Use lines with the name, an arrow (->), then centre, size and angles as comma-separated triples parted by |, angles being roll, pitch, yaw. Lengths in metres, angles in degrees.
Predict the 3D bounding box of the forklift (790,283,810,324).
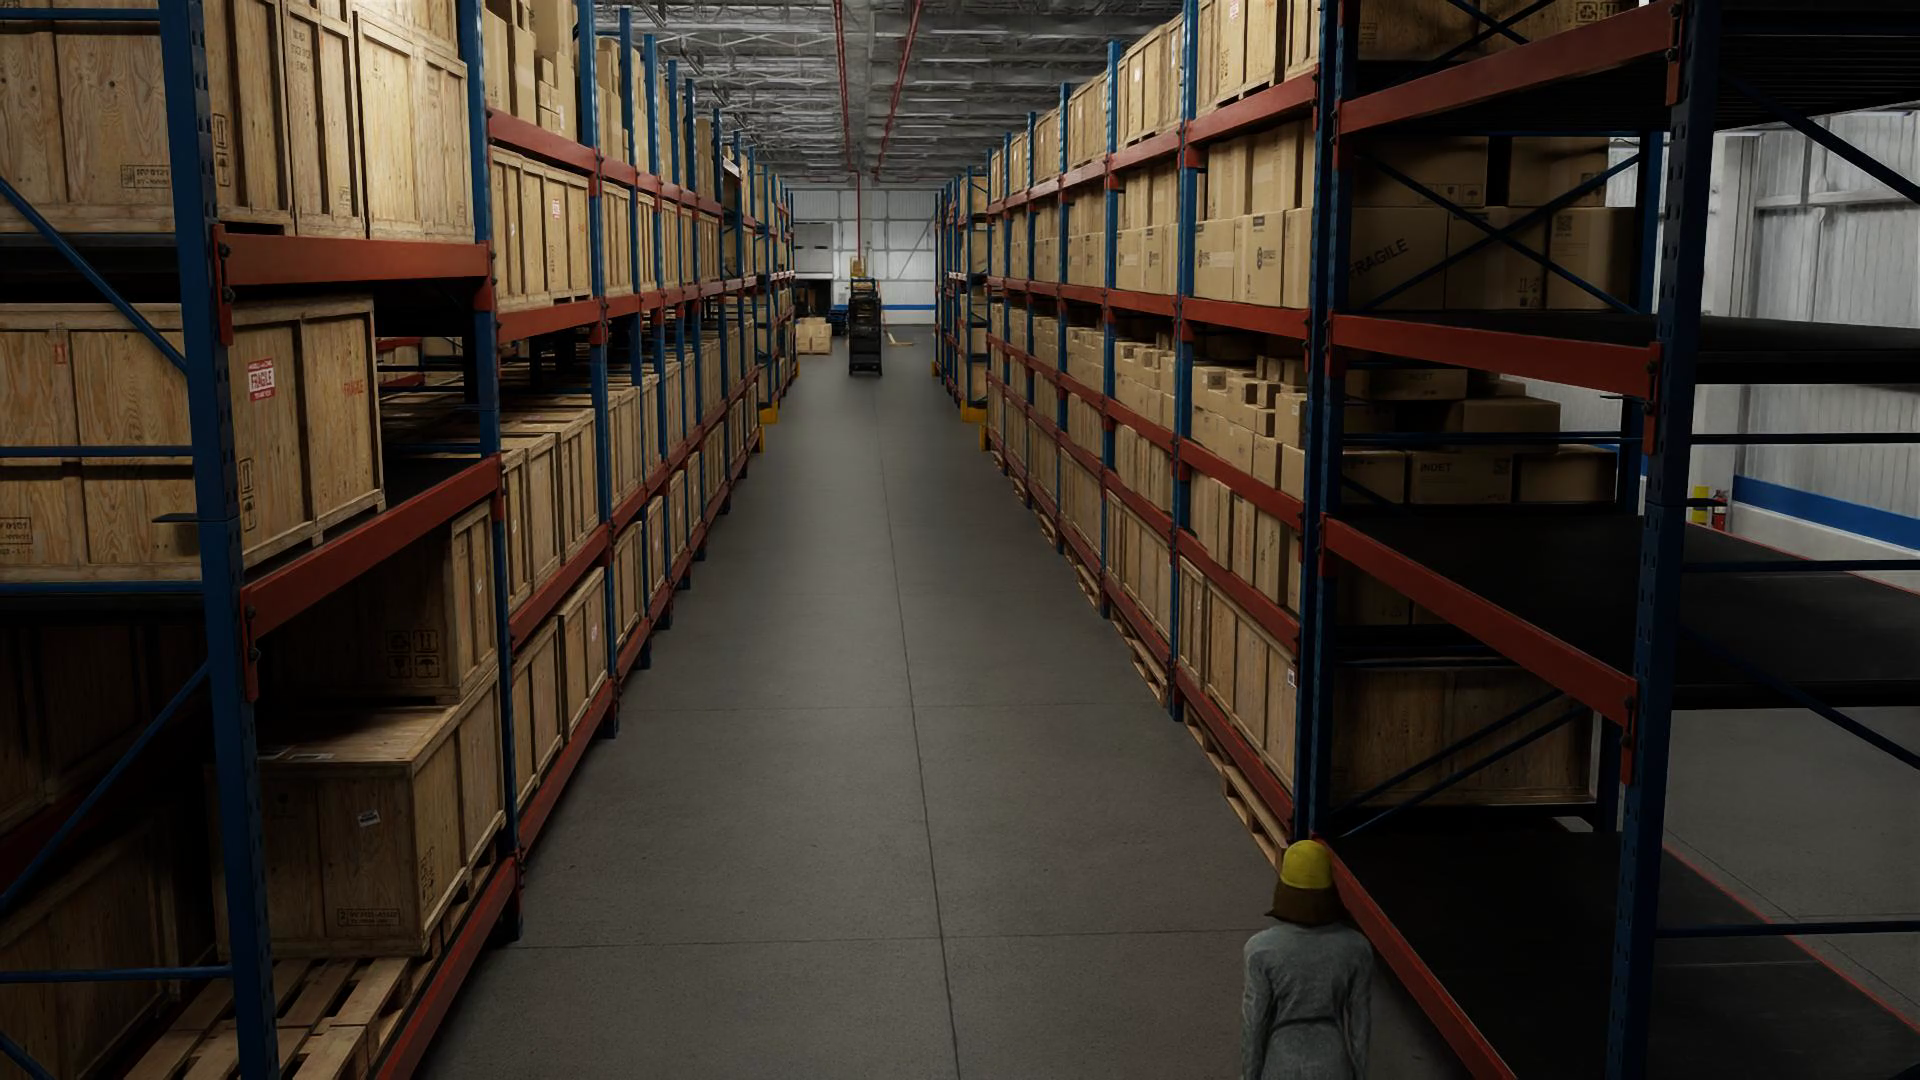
forklift -> -7.680, -10.901, 79.585 | 1.129, 2.768, 1.873 | -5, 11, -30

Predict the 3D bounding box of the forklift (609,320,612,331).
forklift -> -13.325, -8.355, 64.374 | 1.873, 2.768, 1.129 | -1, 10, -3

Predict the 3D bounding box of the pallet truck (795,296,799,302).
pallet truck -> -8.622, -12.439, 91.403 | 1.885, 1.965, 0.823 | 2, 10, 13

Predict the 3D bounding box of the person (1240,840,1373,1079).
person -> 1.267, 1.959, 6.159 | 0.492, 1.740, 0.324 | -1, 10, -5

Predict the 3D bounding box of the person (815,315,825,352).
person -> -6.138, -8.785, 70.735 | 0.751, 1.617, 0.528 | 3, 10, 17

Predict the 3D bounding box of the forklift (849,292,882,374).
forklift -> -3.257, -7.118, 56.984 | 1.129, 2.768, 1.873 | -1, 10, -3
